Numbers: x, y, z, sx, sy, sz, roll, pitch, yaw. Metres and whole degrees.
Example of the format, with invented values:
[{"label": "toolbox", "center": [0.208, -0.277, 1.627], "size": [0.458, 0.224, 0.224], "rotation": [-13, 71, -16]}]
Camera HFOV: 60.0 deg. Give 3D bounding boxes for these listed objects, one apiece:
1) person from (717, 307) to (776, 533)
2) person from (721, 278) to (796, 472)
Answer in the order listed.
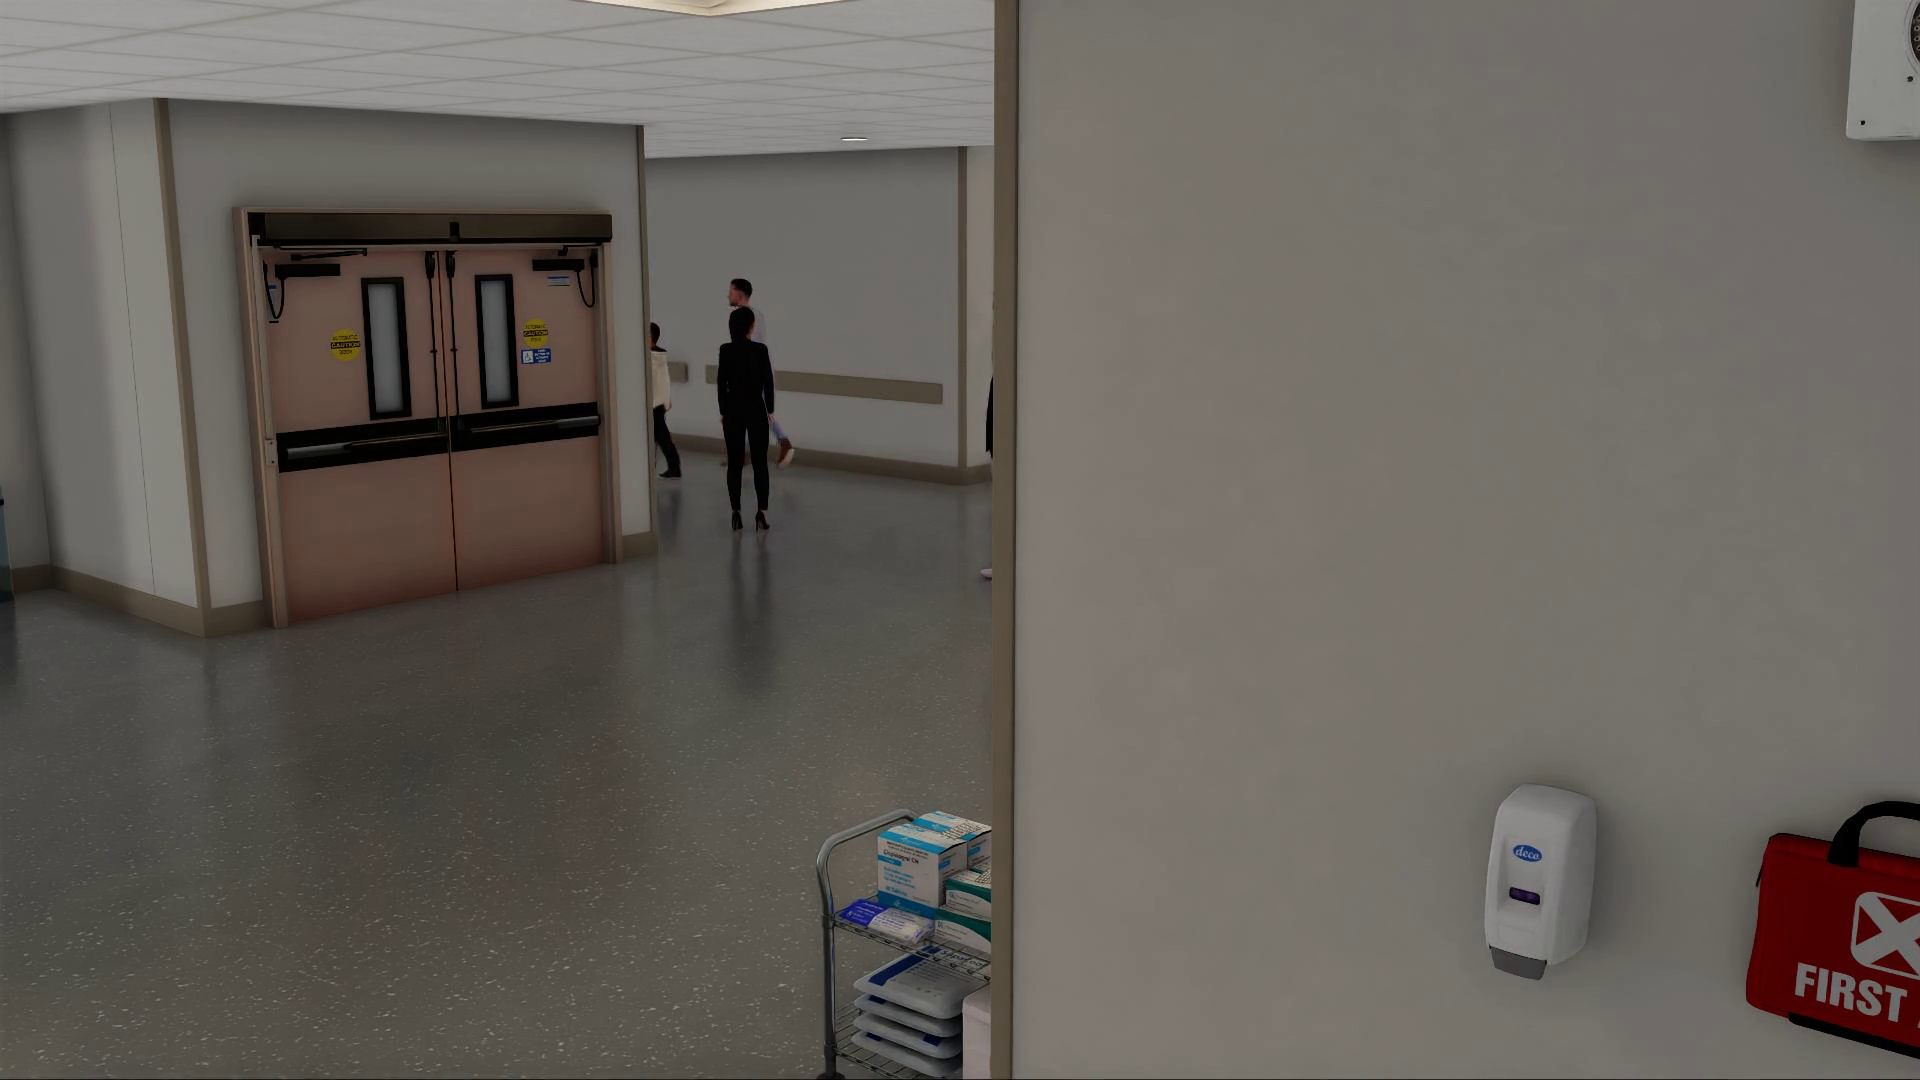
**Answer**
[{"label": "person", "center": [-1.633, -0.926, 12.706], "size": [0.644, 1.711, 0.656], "rotation": [1, 11, 6]}, {"label": "person", "center": [-1.898, -1.524, 15.604], "size": [0.900, 1.804, 1.116], "rotation": [6, 12, 30]}]
